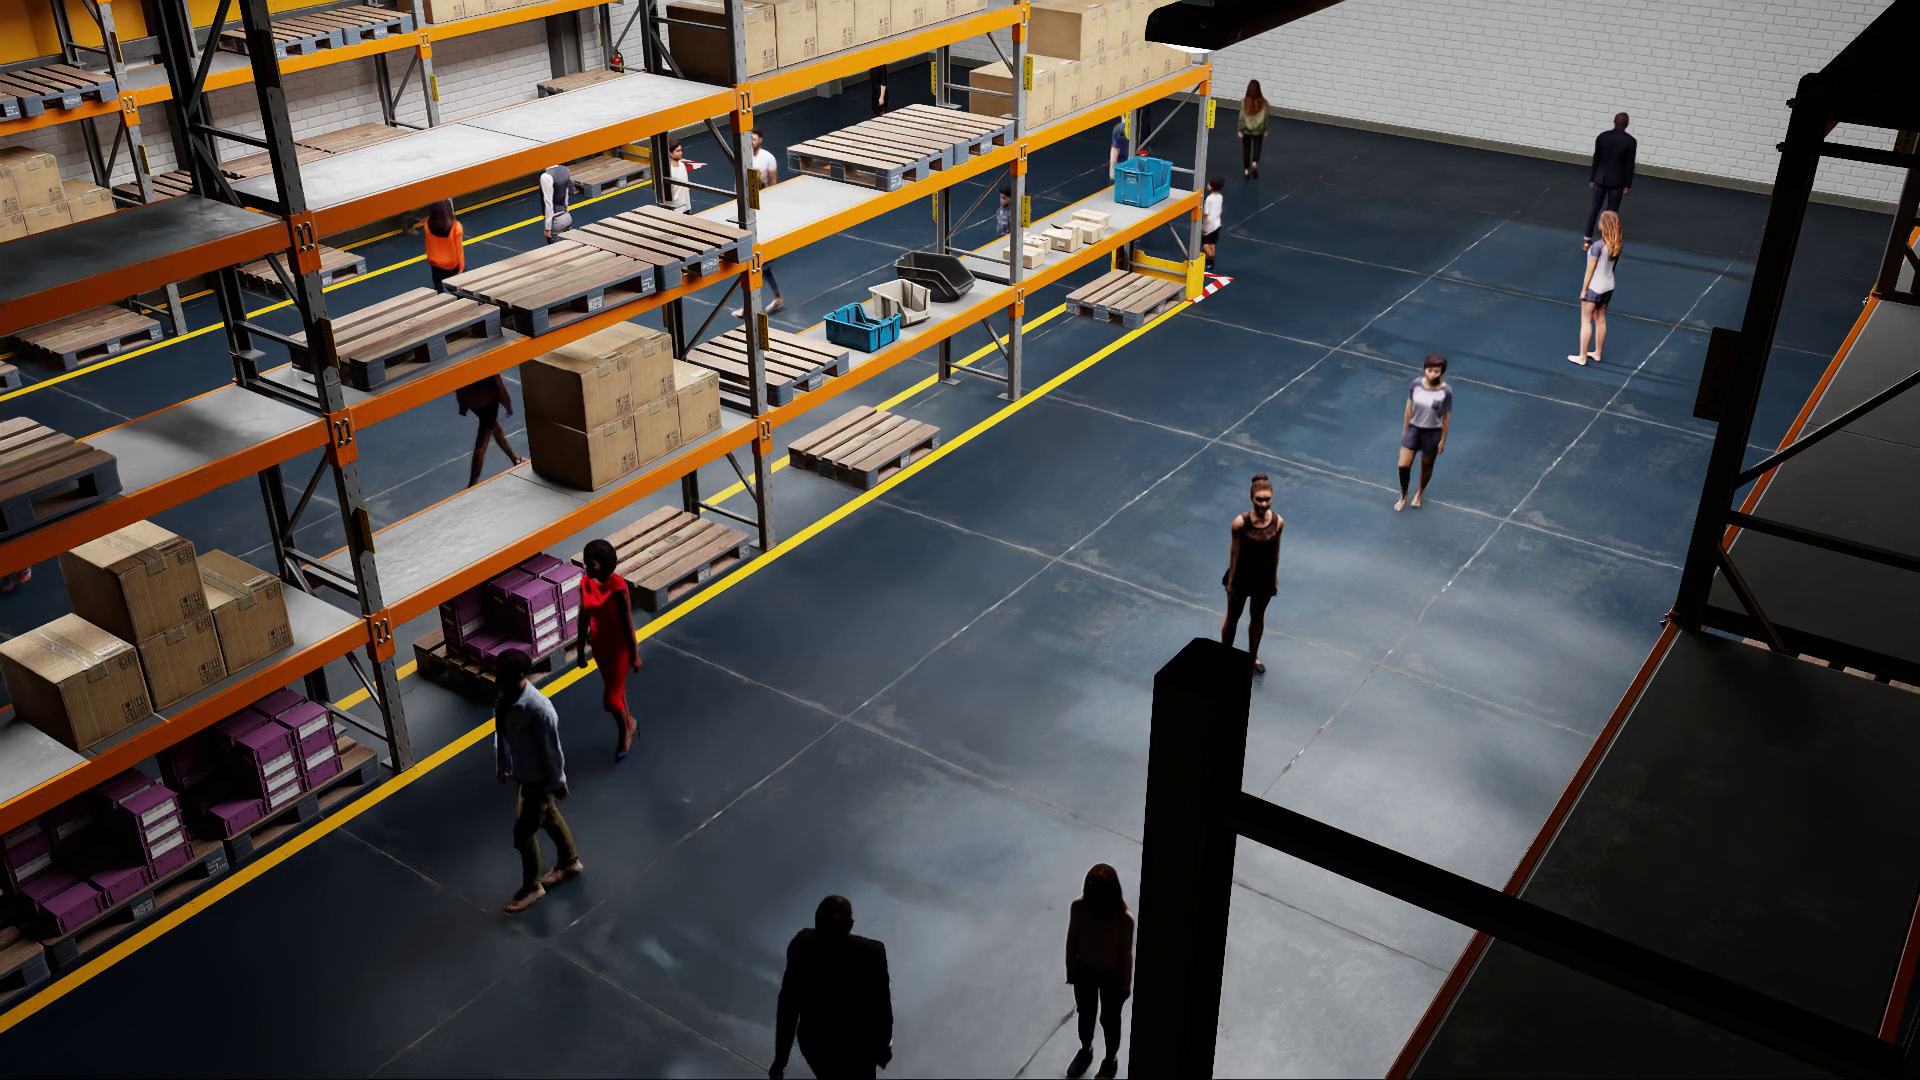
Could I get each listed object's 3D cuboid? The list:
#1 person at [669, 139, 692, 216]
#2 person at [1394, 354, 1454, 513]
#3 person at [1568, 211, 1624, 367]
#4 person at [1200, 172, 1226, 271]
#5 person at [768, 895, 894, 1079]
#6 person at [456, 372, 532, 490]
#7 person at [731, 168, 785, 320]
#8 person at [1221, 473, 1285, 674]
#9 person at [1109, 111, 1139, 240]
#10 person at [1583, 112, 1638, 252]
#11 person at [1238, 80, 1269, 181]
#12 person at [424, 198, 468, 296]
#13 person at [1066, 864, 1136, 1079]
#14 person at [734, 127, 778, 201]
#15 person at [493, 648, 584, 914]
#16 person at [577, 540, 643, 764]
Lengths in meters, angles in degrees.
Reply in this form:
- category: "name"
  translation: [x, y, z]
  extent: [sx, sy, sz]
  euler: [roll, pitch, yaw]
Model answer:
- category: "person"
  translation: [-3.546, -4.175, 20.849]
  extent: [0.750, 1.722, 0.595]
  euler: [7, 29, 13]
- category: "person"
  translation: [4.282, -1.032, 15.270]
  extent: [0.615, 1.547, 0.669]
  euler: [13, 31, 23]
- category: "person"
  translation: [7.028, -2.766, 18.260]
  extent: [0.621, 1.728, 0.733]
  euler: [-15, 32, -25]
- category: "person"
  translation: [3.221, -4.002, 21.022]
  extent: [0.535, 1.252, 0.610]
  euler: [-24, 37, -36]
- category: "person"
  translation: [-0.582, 2.490, 8.471]
  extent: [0.892, 1.874, 1.104]
  euler: [10, 30, 18]
- category: "person"
  translation: [-4.432, -1.149, 15.261]
  extent: [0.659, 1.761, 1.103]
  euler: [17, 33, 28]
- category: "person"
  translation: [-2.306, -3.502, 19.579]
  extent: [0.673, 1.756, 1.118]
  euler: [21, 35, 33]
- category: "person"
  translation: [2.243, 0.271, 12.749]
  extent: [0.681, 1.673, 0.738]
  euler: [-4, 29, -7]
- category: "person"
  translation: [2.216, -4.874, 22.000]
  extent: [1.042, 1.846, 0.851]
  euler: [-25, 37, -38]
- category: "person"
  translation: [8.440, -4.653, 21.625]
  extent: [0.712, 1.817, 0.612]
  euler: [22, 36, 35]
- category: "person"
  translation: [4.315, -6.012, 24.478]
  extent: [0.752, 1.470, 0.818]
  euler: [3, 29, 5]
- category: "person"
  translation: [-5.818, -3.022, 18.755]
  extent: [0.959, 1.703, 1.205]
  euler: [4, 29, 8]
- category: "person"
  translation: [0.775, 2.360, 9.118]
  extent: [0.574, 1.483, 0.548]
  euler: [11, 30, 19]
- category: "person"
  translation: [-2.542, -4.300, 20.981]
  extent: [0.906, 1.813, 1.261]
  euler: [10, 30, 17]
- category: "person"
  translation: [-2.608, 1.441, 10.484]
  extent: [0.924, 1.789, 0.809]
  euler: [-22, 36, -34]
- category: "person"
  translation: [-2.417, 0.749, 11.815]
  extent: [0.635, 1.728, 0.675]
  euler: [14, 32, 24]
